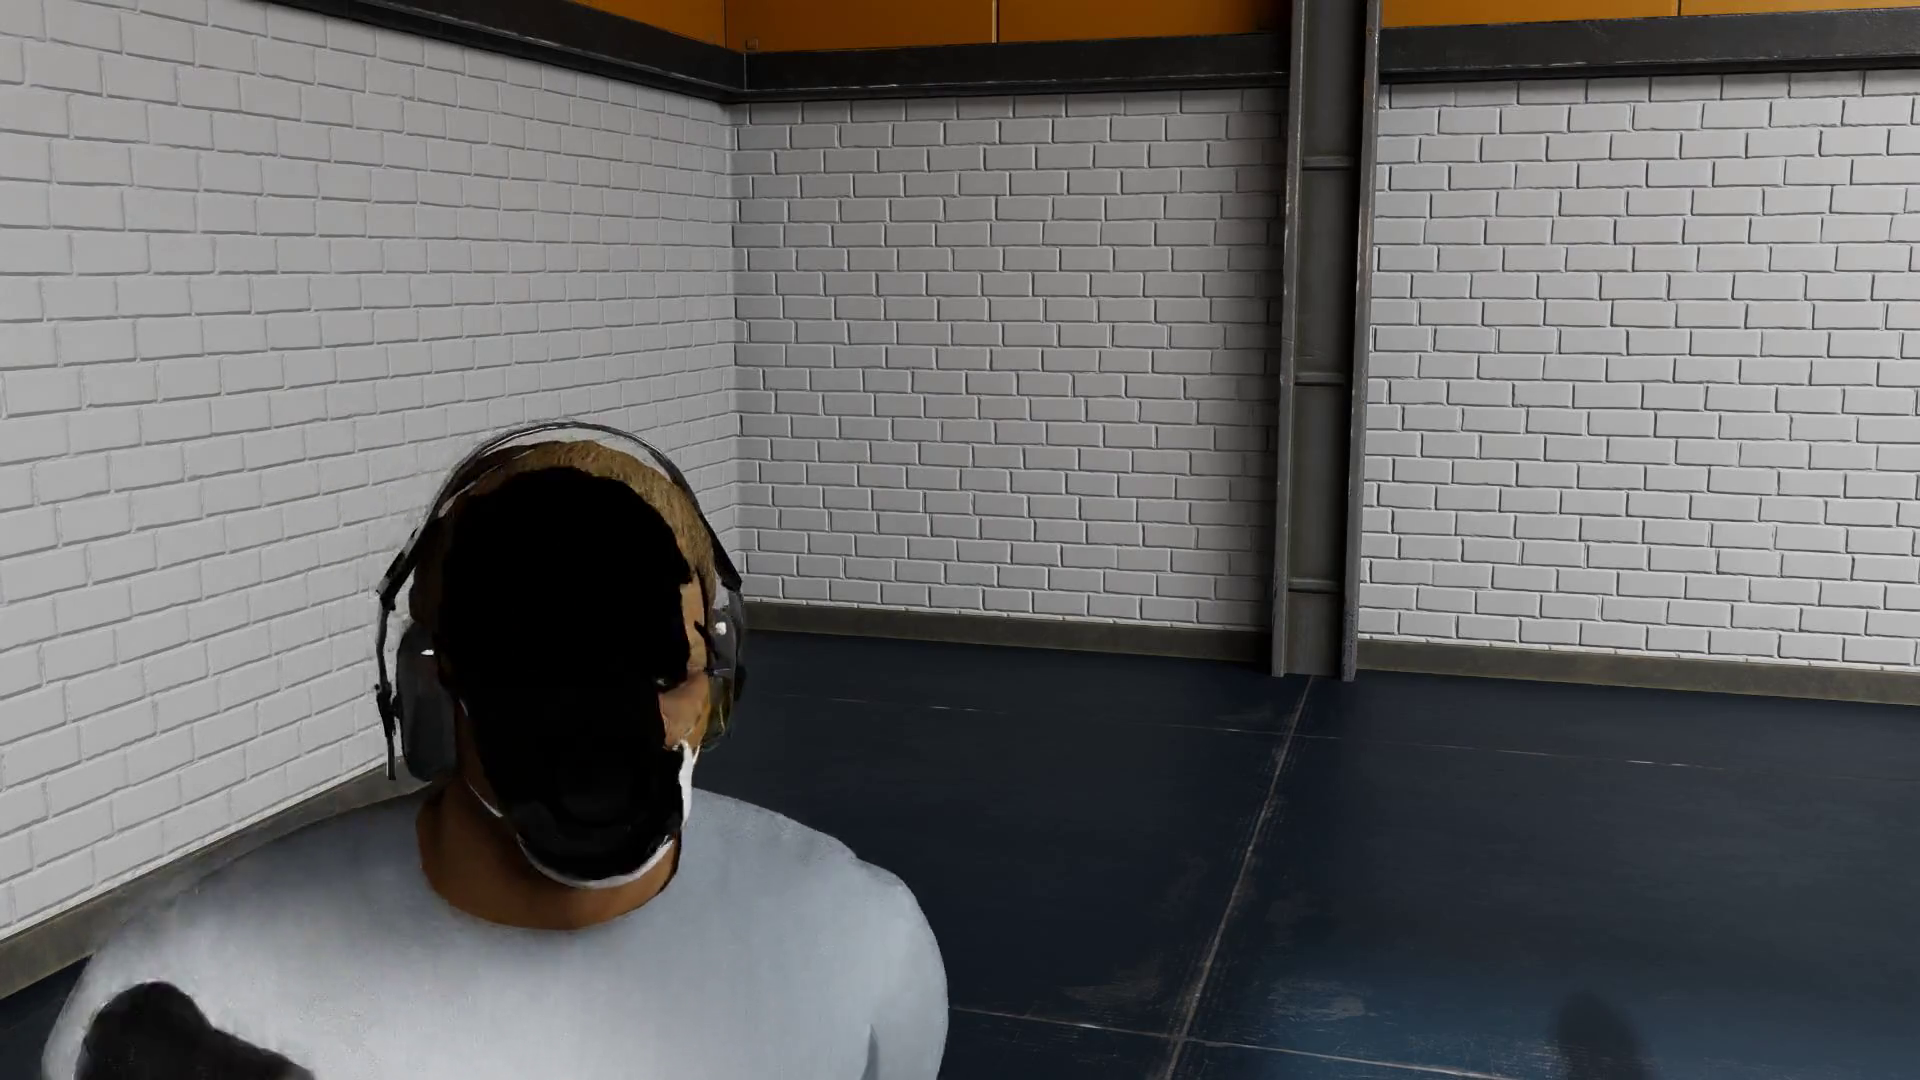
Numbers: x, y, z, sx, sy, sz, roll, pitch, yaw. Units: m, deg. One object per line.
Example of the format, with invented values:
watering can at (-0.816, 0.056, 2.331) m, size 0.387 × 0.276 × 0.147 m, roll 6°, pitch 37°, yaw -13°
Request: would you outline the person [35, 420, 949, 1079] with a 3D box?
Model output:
person at (-0.332, 0.857, 1.299) m, size 0.655 × 1.924 × 0.531 m, roll -4°, pitch 10°, yaw -24°
